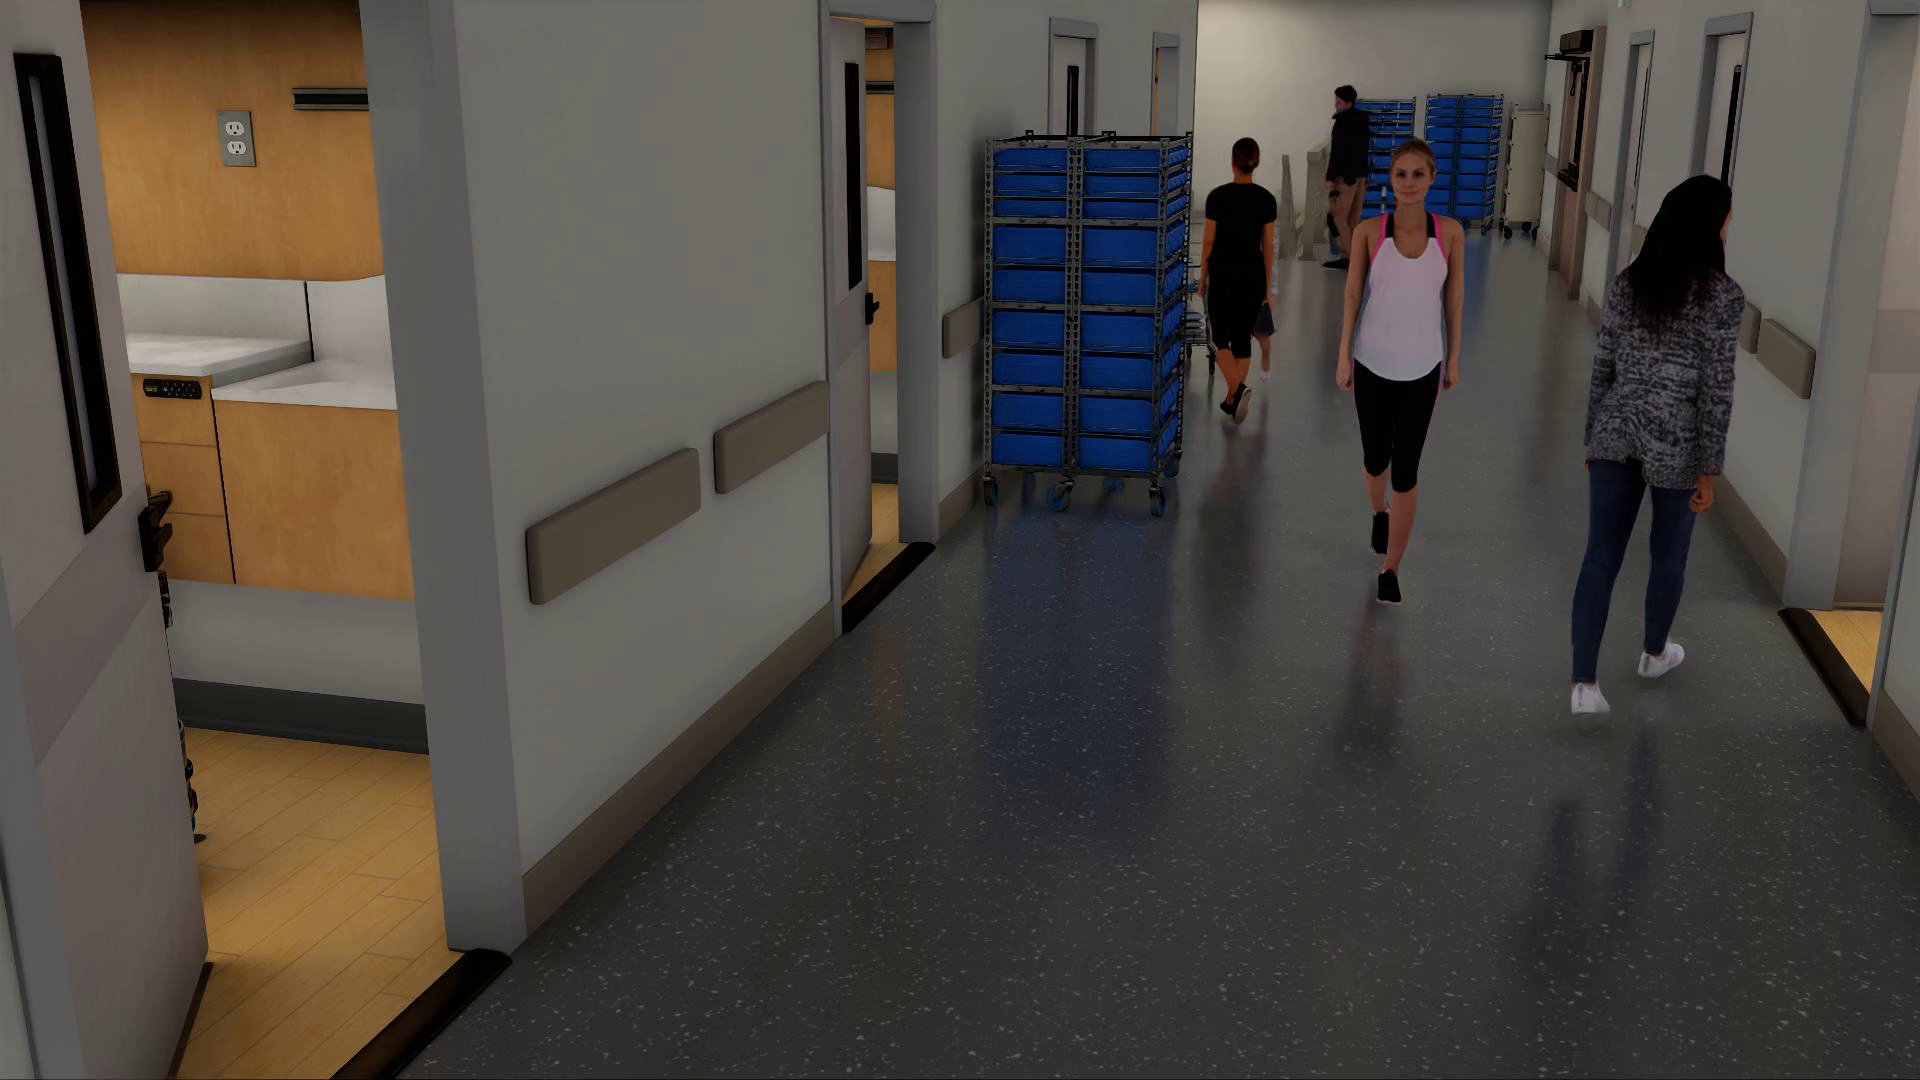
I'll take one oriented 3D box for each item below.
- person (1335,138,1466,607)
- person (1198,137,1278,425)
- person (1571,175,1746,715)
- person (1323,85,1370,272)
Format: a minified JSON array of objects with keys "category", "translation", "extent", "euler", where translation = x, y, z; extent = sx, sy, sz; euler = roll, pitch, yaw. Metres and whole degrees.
[{"category":"person","translation":[1.729,-0.666,6.602],"extent":[0.619,1.751,1.117],"euler":[5,16,16]},{"category":"person","translation":[1.620,-1.486,9.691],"extent":[0.846,1.652,1.057],"euler":[-2,16,-7]},{"category":"person","translation":[2.128,-0.241,5.212],"extent":[0.976,1.686,1.237],"euler":[13,20,38]},{"category":"person","translation":[4.071,-3.764,17.331],"extent":[0.818,1.891,0.946],"euler":[-8,18,-27]}]
